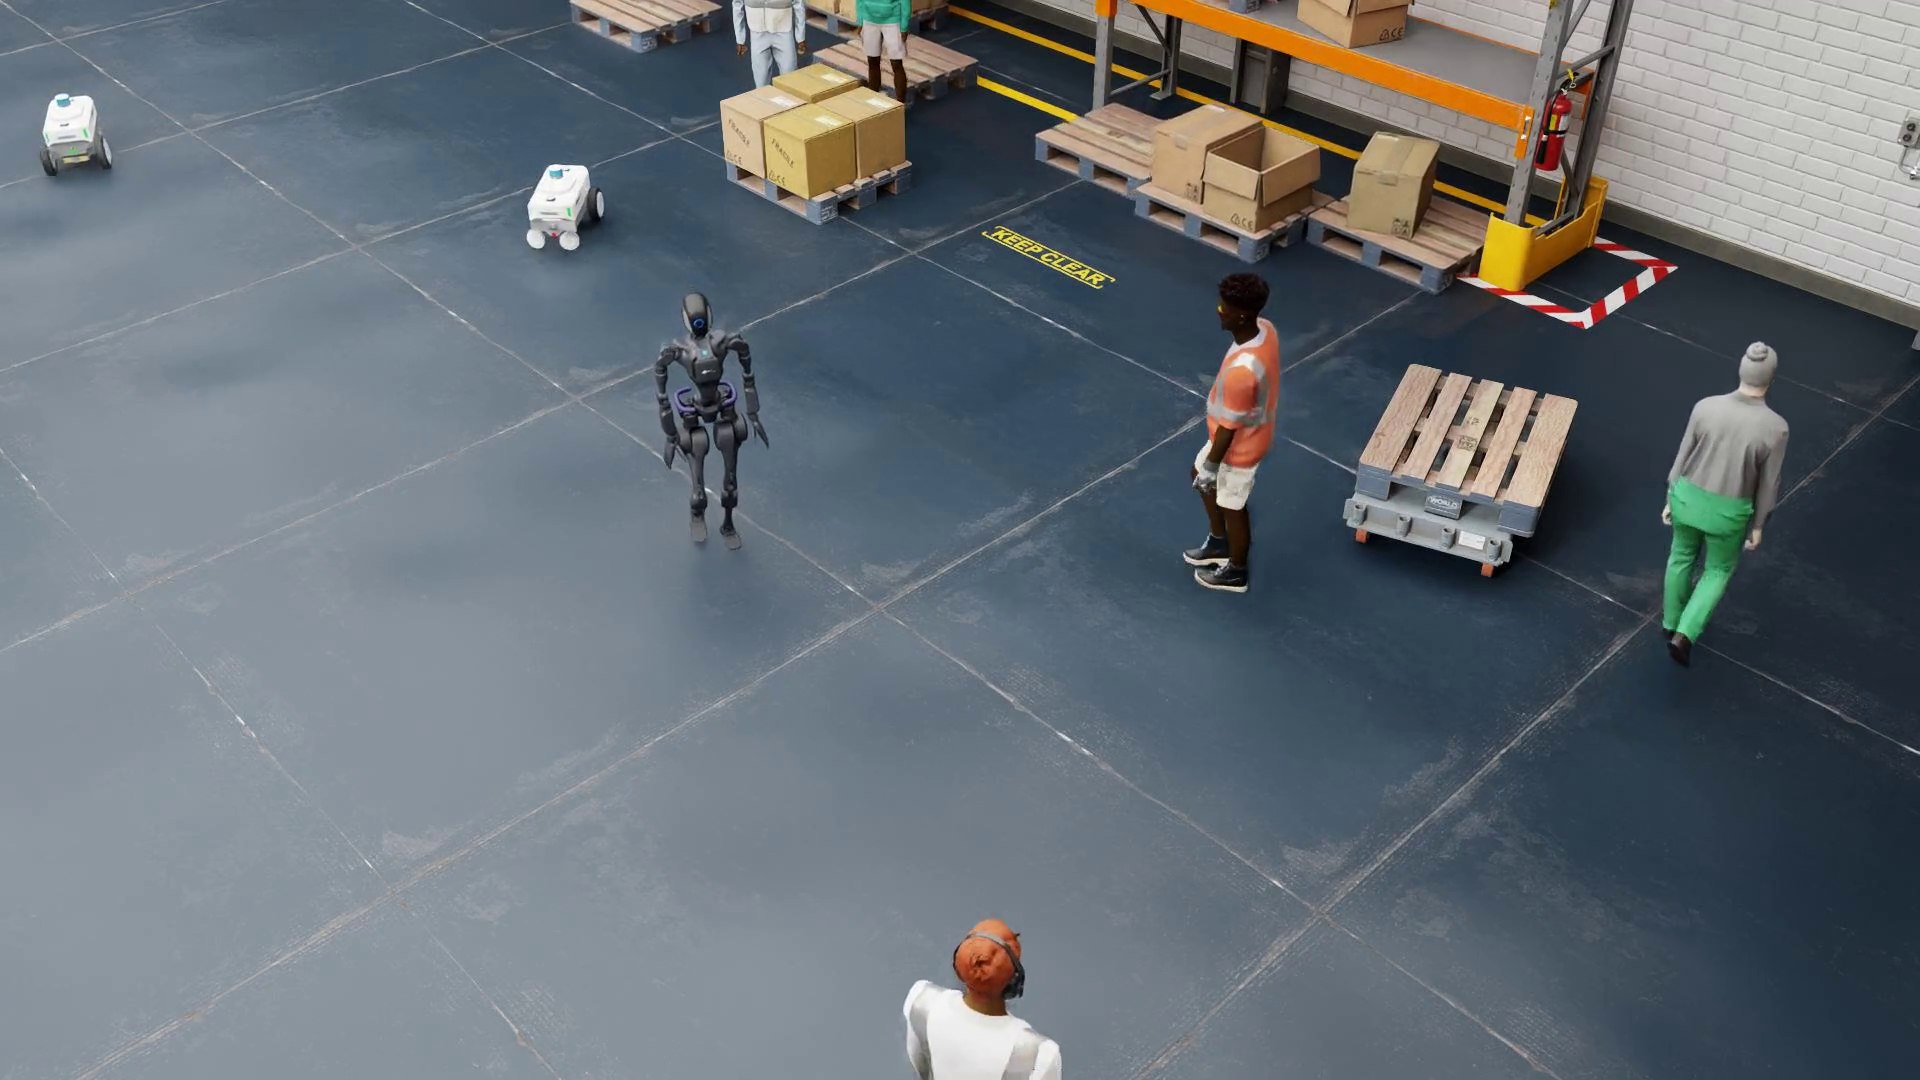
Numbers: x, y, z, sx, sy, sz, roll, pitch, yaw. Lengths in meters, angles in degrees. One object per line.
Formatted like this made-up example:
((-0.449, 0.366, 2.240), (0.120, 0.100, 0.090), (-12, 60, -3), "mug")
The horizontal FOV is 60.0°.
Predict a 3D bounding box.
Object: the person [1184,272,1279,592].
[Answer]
((1.400, -0.550, 8.865), (0.548, 1.948, 0.640), (11, 38, 14), "person")

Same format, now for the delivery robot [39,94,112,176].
((-7.350, -3.384, 13.779), (0.499, 0.598, 0.801), (-12, 39, -15), "delivery robot")

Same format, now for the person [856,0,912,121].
((-0.636, -4.395, 14.049), (0.496, 1.843, 0.404), (12, 39, 15), "person")

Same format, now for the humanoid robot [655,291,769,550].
((-1.369, -0.646, 9.222), (0.591, 1.648, 0.336), (-13, 39, -17), "humanoid robot")

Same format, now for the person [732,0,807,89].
((-1.563, -4.185, 13.718), (0.598, 1.909, 0.400), (1, 37, 1), "person")

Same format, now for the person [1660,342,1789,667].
((3.831, -0.152, 8.453), (0.521, 1.822, 0.611), (24, 43, 28), "person")

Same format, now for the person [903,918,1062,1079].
((0.132, 1.908, 5.687), (0.616, 1.853, 0.832), (18, 41, 22), "person")

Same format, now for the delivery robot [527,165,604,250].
((-3.058, -2.584, 12.711), (0.522, 0.588, 0.759), (1, 37, 1), "delivery robot")
